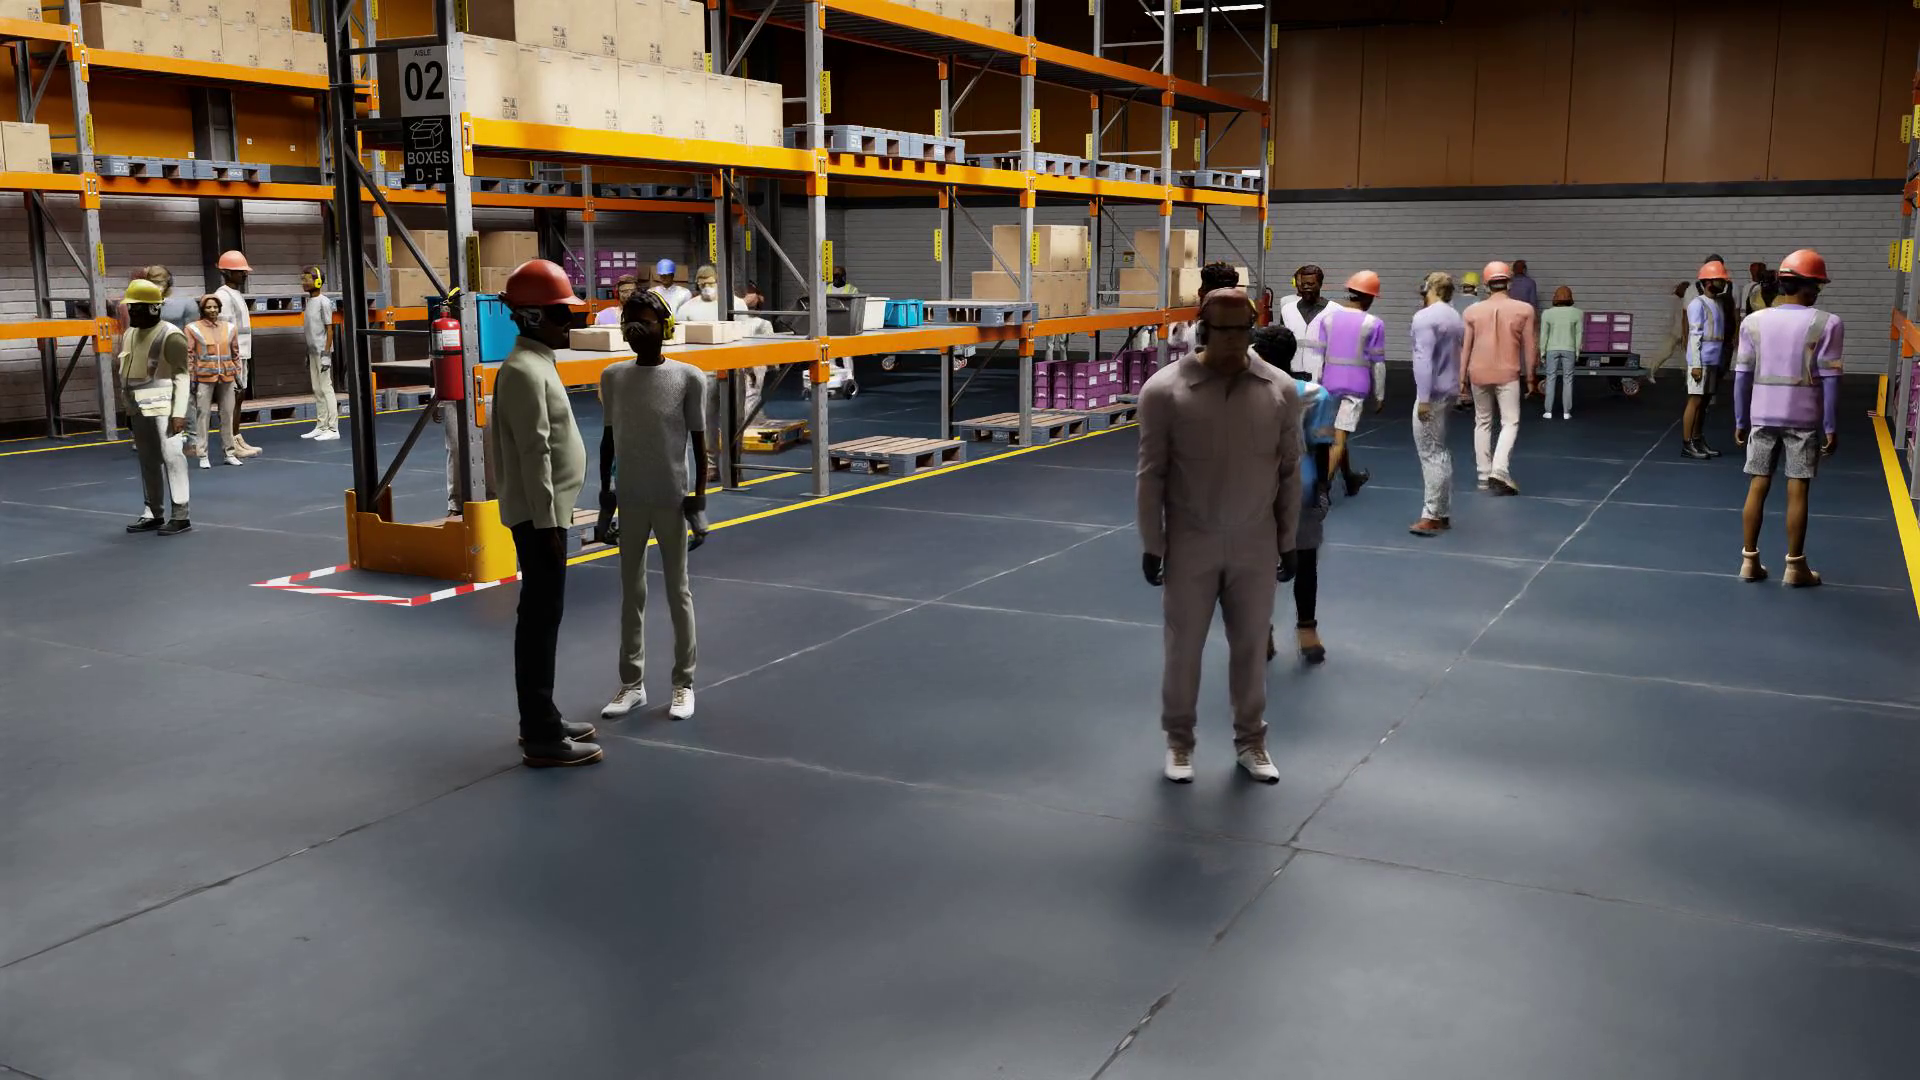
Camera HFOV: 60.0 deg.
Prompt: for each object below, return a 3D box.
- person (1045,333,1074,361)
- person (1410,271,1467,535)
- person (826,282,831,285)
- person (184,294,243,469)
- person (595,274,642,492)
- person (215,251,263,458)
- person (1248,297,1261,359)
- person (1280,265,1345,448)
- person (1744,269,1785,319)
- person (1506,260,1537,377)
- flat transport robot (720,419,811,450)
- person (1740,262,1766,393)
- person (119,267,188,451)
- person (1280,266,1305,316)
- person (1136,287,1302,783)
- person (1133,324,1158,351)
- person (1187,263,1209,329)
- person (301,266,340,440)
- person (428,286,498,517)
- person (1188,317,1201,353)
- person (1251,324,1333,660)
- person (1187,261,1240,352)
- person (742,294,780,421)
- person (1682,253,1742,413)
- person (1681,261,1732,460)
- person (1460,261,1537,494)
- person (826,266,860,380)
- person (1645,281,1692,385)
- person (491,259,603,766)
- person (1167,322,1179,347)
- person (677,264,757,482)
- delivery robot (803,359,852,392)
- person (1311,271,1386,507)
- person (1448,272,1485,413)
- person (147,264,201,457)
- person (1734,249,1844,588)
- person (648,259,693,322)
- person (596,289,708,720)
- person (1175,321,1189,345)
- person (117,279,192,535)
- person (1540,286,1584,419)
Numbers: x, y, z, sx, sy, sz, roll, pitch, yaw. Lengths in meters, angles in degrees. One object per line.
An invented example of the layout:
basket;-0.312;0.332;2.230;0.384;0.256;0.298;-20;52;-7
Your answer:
person;1.520;-3.408;25.932;0.595;1.925;0.371;3;10;15
person;3.436;-0.996;12.100;0.397;1.898;0.796;8;12;37
person;-2.265;-3.615;27.424;0.521;1.825;0.786;3;10;17
person;-7.040;-1.500;15.715;0.314;1.640;0.516;9;14;44
person;-2.822;-1.338;14.185;0.570;1.843;0.372;-5;11;-28
person;-7.149;-1.833;16.478;0.393;2.041;0.614;-2;10;-11
person;1.756;-0.669;10.540;0.330;1.767;0.528;6;12;32
person;3.029;-1.412;14.401;0.597;1.917;0.378;5;11;28
person;10.530;-2.606;21.639;0.665;1.812;0.465;8;13;40
person;9.140;-3.629;27.269;0.639;1.911;0.402;8;12;38
flat transport robot;-2.066;-1.118;17.462;0.652;0.197;1.431;2;10;10
person;11.516;-3.078;24.151;0.355;1.883;0.575;1;10;3
person;-8.271;-1.874;17.210;0.670;1.871;0.847;5;11;29
person;3.757;-2.076;18.375;0.513;1.876;0.328;1;10;5
person;0.993;-0.008;6.355;0.648;1.896;0.399;-1;10;-7
person;2.906;-3.260;25.349;0.589;1.833;0.404;-1;10;-6
person;3.716;-3.397;26.053;0.529;1.878;0.671;7;12;36
person;-6.971;-2.017;18.031;0.513;1.877;0.328;10;14;44
person;-3.634;-1.035;12.317;0.576;1.885;0.355;-2;10;-11
person;2.138;-1.246;13.945;0.492;1.746;0.284;0;10;-1
person;1.580;-0.240;8.318;0.550;1.662;0.440;4;11;21
person;1.651;-0.801;10.728;0.610;1.966;0.363;-9;13;-43
person;-2.164;-1.809;17.635;0.543;1.583;0.874;5;11;29
person;9.512;-2.629;21.093;0.692;2.000;0.672;2;10;13
person;7.357;-1.766;16.388;0.352;1.942;0.545;10;14;44
person;4.522;-1.373;14.079;0.636;1.961;0.735;5;11;26
person;-1.722;-2.963;23.637;0.638;1.836;0.430;2;10;12
person;10.954;-3.158;25.461;0.856;1.594;0.508;1;10;5
person;-1.651;-0.105;6.615;0.381;1.994;0.622;-3;10;-15
person;3.201;-3.401;25.996;0.483;1.898;0.582;3;10;19
person;-2.172;-1.494;14.882;0.691;1.923;0.698;-1;10;-5
delivery robot;-1.826;-2.250;22.925;0.477;0.478;0.707;8;13;40
person;3.152;-1.212;13.367;0.568;1.891;0.919;8;13;39
person;6.452;-2.506;21.145;0.597;1.790;0.941;9;13;43
person;-7.809;-1.764;16.467;0.659;1.915;0.449;-1;10;-7
person;5.038;-0.734;10.124;0.392;2.039;0.612;-9;13;-41
person;-3.565;-2.458;20.375;0.615;1.945;0.404;0;10;3
person;-1.342;-0.147;7.225;0.513;1.871;0.325;1;10;8
person;3.610;-3.586;26.847;0.441;1.962;0.623;5;11;28
person;-5.807;-0.949;11.968;0.599;1.832;0.404;5;11;25
person;7.345;-2.287;20.343;0.492;1.624;0.308;4;10;20
